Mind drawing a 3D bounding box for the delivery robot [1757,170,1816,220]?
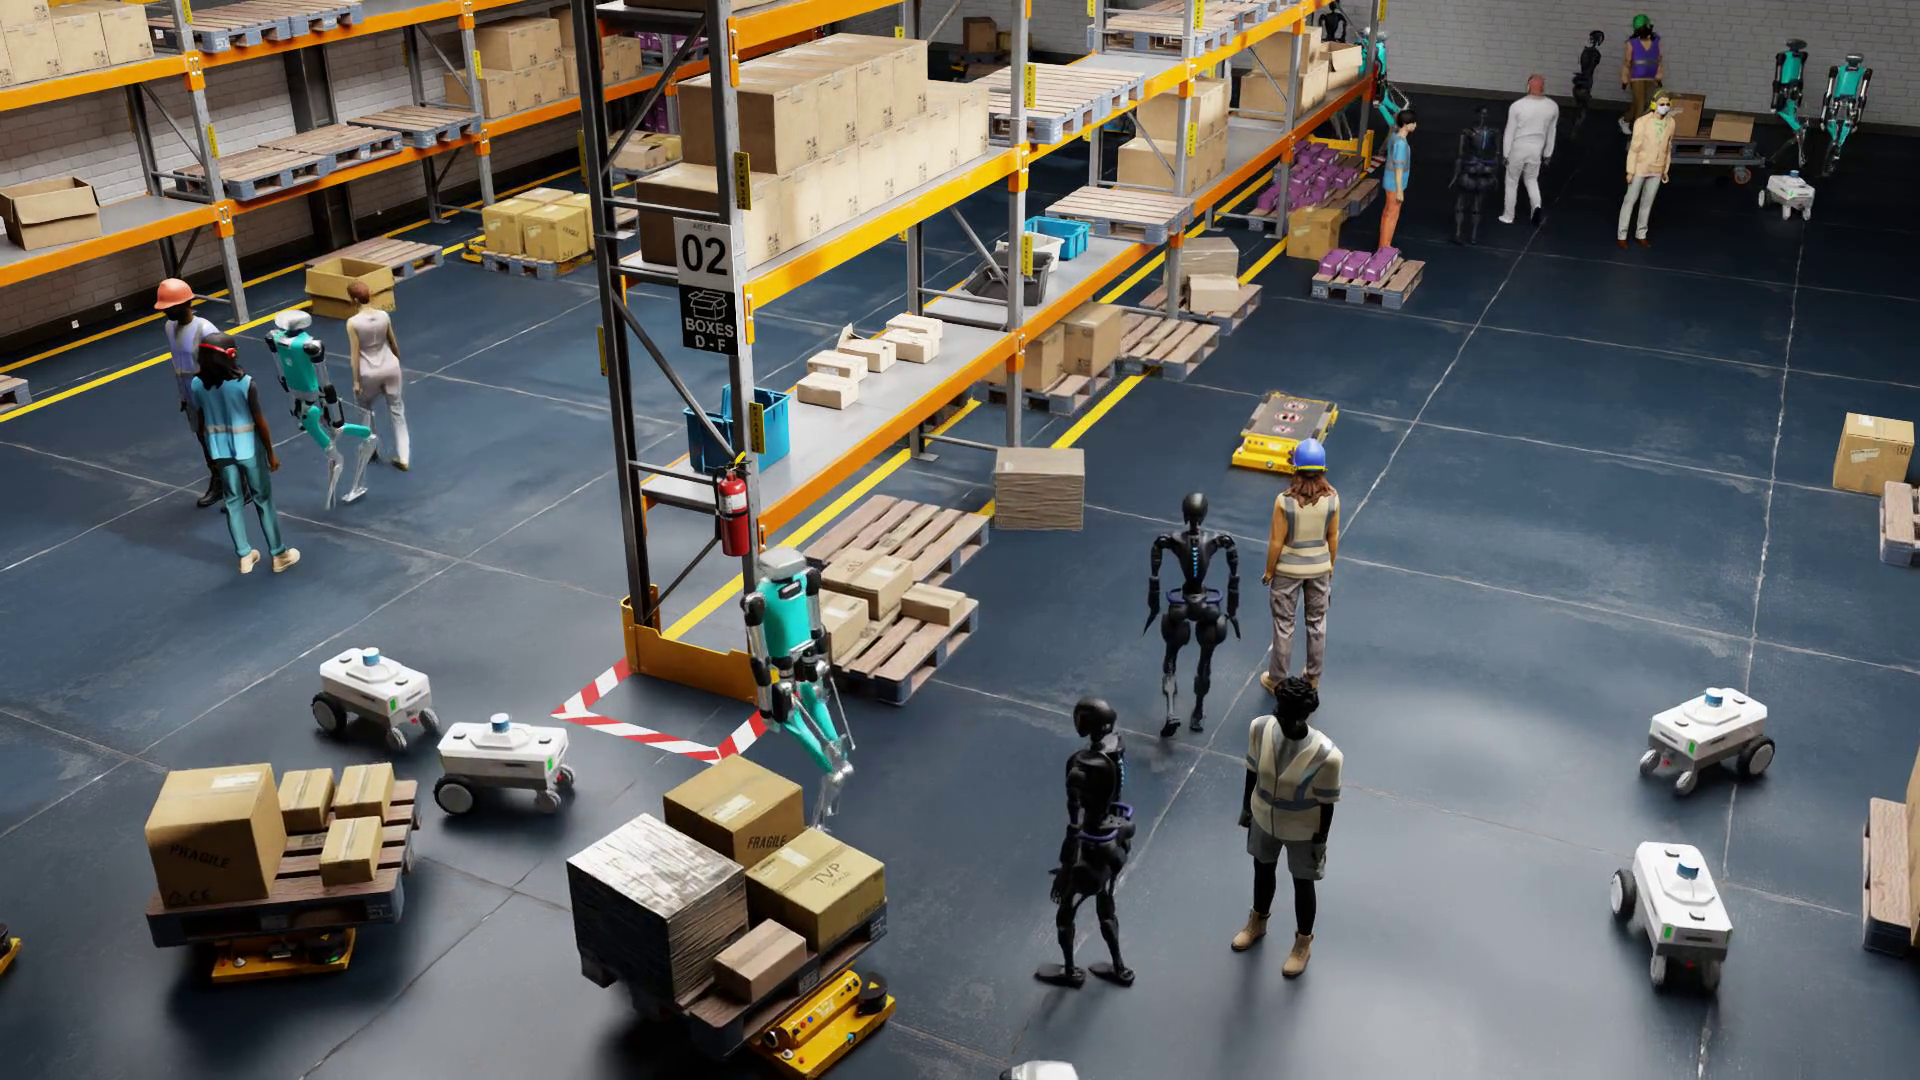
[{"bbox_3d":[10.723,-4.483,21.478,0.499,0.566,0.739,0,26,0],"label":"delivery robot"}]

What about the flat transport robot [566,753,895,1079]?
[{"bbox_3d":[-1.080,2.181,8.373,1.431,0.231,0.659,19,32,34],"label":"flat transport robot"}]

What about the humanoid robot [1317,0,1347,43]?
[{"bbox_3d":[6.224,-8.257,27.956,0.615,1.644,0.797,-7,27,-15],"label":"humanoid robot"}]

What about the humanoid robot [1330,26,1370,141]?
[{"bbox_3d":[5.769,-6.716,24.663,0.653,1.777,0.536,22,34,37],"label":"humanoid robot"}]

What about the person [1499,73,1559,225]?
[{"bbox_3d":[7.065,-4.836,20.724,0.647,1.891,0.579,-3,26,-5],"label":"person"}]

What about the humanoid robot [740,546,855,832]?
[{"bbox_3d":[-0.806,0.920,9.272,0.694,1.776,0.552,21,33,36],"label":"humanoid robot"}]

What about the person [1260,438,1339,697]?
[{"bbox_3d":[2.184,0.187,10.697,0.470,1.778,0.318,-3,26,-6],"label":"person"}]

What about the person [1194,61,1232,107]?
[{"bbox_3d":[3.604,-6.358,23.983,0.650,1.719,0.413,17,31,31],"label":"person"}]

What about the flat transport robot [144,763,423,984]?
[{"bbox_3d":[-3.573,1.848,9.045,0.659,0.231,1.431,-4,27,-9],"label":"flat transport robot"}]

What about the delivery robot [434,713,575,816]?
[{"bbox_3d":[-2.696,1.300,9.824,0.784,0.589,0.499,2,26,5],"label":"delivery robot"}]

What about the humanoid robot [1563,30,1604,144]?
[{"bbox_3d":[9.333,-6.777,24.899,0.377,1.652,0.616,3,26,5],"label":"humanoid robot"}]

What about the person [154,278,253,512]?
[{"bbox_3d":[-6.043,-1.149,13.232,0.540,1.932,0.382,13,29,24],"label":"person"}]

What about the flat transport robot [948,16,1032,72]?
[{"bbox_3d":[0.583,-8.559,30.066,1.431,0.231,0.659,21,33,36],"label":"flat transport robot"}]

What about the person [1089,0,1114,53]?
[{"bbox_3d":[2.506,-9.160,29.543,0.596,1.805,0.546,9,28,18],"label":"person"}]

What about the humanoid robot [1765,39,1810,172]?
[{"bbox_3d":[11.886,-6.112,23.469,0.536,1.770,0.970,-11,28,-21],"label":"humanoid robot"}]

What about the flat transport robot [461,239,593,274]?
[{"bbox_3d":[-5.114,-3.385,19.615,1.431,0.231,0.659,13,29,24],"label":"flat transport robot"}]

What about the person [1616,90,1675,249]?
[{"bbox_3d":[8.235,-4.448,19.954,0.552,1.877,0.402,-4,27,-8],"label":"person"}]

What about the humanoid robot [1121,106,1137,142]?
[{"bbox_3d":[2.522,-5.799,22.928,0.593,1.640,0.612,-22,34,-37],"label":"humanoid robot"}]

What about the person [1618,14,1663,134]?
[{"bbox_3d":[10.248,-6.954,25.026,0.546,1.860,0.791,-4,27,-8],"label":"person"}]

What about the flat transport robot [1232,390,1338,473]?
[{"bbox_3d":[2.894,-0.957,14.710,0.659,0.231,1.431,10,28,19],"label":"flat transport robot"}]

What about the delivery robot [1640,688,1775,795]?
[{"bbox_3d":[4.535,1.174,10.086,0.787,0.596,0.499,-14,30,-26],"label":"delivery robot"}]

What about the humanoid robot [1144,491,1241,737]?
[{"bbox_3d":[1.440,0.472,10.241,0.600,1.642,0.447,3,26,5],"label":"humanoid robot"}]

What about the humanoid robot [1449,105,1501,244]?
[{"bbox_3d":[6.245,-4.425,20.136,0.609,1.630,0.414,-3,27,-7],"label":"humanoid robot"}]

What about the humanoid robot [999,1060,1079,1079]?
[{"bbox_3d":[0.516,2.547,6.051,1.053,1.771,0.580,-6,27,-13],"label":"humanoid robot"}]

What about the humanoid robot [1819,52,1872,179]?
[{"bbox_3d":[12.015,-5.692,22.660,0.532,1.735,1.059,10,28,19],"label":"humanoid robot"}]

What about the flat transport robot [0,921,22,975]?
[{"bbox_3d":[-5.592,2.203,8.327,1.431,0.231,0.659,-1,26,-1],"label":"flat transport robot"}]

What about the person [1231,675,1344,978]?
[{"bbox_3d":[1.633,1.412,8.326,0.534,1.693,0.321,21,33,36],"label":"person"}]

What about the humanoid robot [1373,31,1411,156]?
[{"bbox_3d":[6.255,-6.469,24.192,0.749,1.767,0.544,12,29,22],"label":"humanoid robot"}]

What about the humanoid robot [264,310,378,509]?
[{"bbox_3d":[-4.979,-1.023,13.271,0.546,1.832,0.831,13,29,24],"label":"humanoid robot"}]

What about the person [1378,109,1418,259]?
[{"bbox_3d":[5.124,-4.159,19.502,0.335,1.759,0.495,3,27,7],"label":"person"}]

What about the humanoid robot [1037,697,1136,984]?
[{"bbox_3d":[0.655,1.502,8.167,0.454,1.653,0.590,15,30,28],"label":"humanoid robot"}]

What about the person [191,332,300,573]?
[{"bbox_3d":[-5.307,-0.626,12.238,0.528,1.870,0.398,1,26,2],"label":"person"}]

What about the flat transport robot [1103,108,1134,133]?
[{"bbox_3d":[2.524,-6.467,25.841,1.431,0.231,0.659,10,28,19],"label":"flat transport robot"}]

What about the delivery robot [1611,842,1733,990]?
[{"bbox_3d":[3.718,1.900,8.601,0.499,0.580,0.757,4,27,7],"label":"delivery robot"}]

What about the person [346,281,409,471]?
[{"bbox_3d":[-4.980,-1.413,14.081,0.747,1.623,0.488,24,35,39],"label":"person"}]

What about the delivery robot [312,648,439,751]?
[{"bbox_3d":[-3.708,0.961,10.526,0.781,0.605,0.499,15,30,28],"label":"delivery robot"}]
